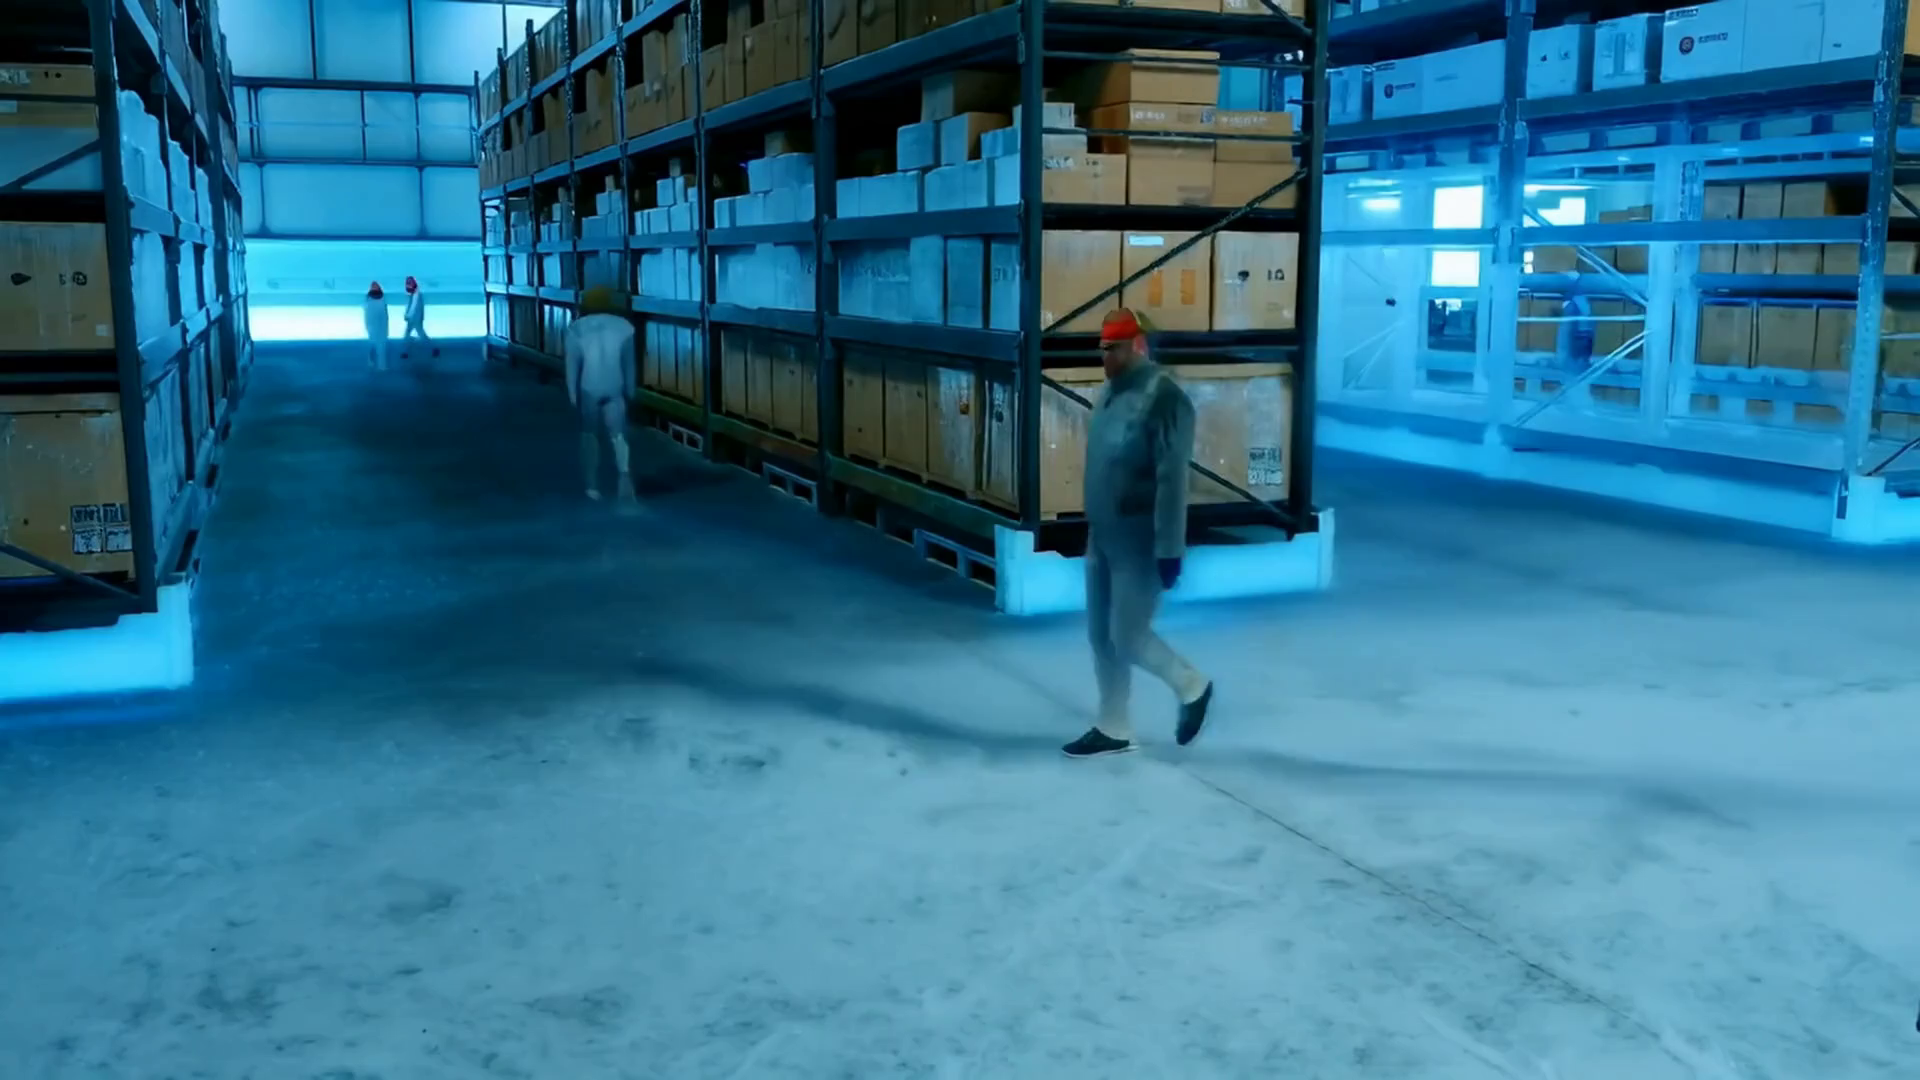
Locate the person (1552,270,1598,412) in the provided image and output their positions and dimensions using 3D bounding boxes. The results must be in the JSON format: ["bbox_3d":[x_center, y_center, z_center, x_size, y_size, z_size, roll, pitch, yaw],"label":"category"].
[{"bbox_3d":[7.327,-2.235,19.963,1.046,1.970,0.671,9,13,44],"label":"person"}]

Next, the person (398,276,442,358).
[{"bbox_3d":[-11.725,-4.823,35.999,0.845,1.797,0.587,-5,11,-26],"label":"person"}]

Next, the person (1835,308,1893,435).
[{"bbox_3d":[8.486,-1.364,15.615,0.540,1.683,0.375,-5,11,-27],"label":"person"}]

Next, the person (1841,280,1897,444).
[{"bbox_3d":[9.726,-1.855,17.931,0.395,1.899,0.641,-2,10,-14],"label":"person"}]

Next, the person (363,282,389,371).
[{"bbox_3d":[-11.248,-4.119,32.038,0.473,1.703,0.836,-5,11,-28],"label":"person"}]

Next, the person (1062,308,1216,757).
[{"bbox_3d":[0.739,-0.017,6.925,0.547,1.886,0.660,-4,10,-24],"label":"person"}]

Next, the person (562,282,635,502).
[{"bbox_3d":[-3.083,-1.260,14.321,0.631,1.917,0.870,-4,10,-20],"label":"person"}]
